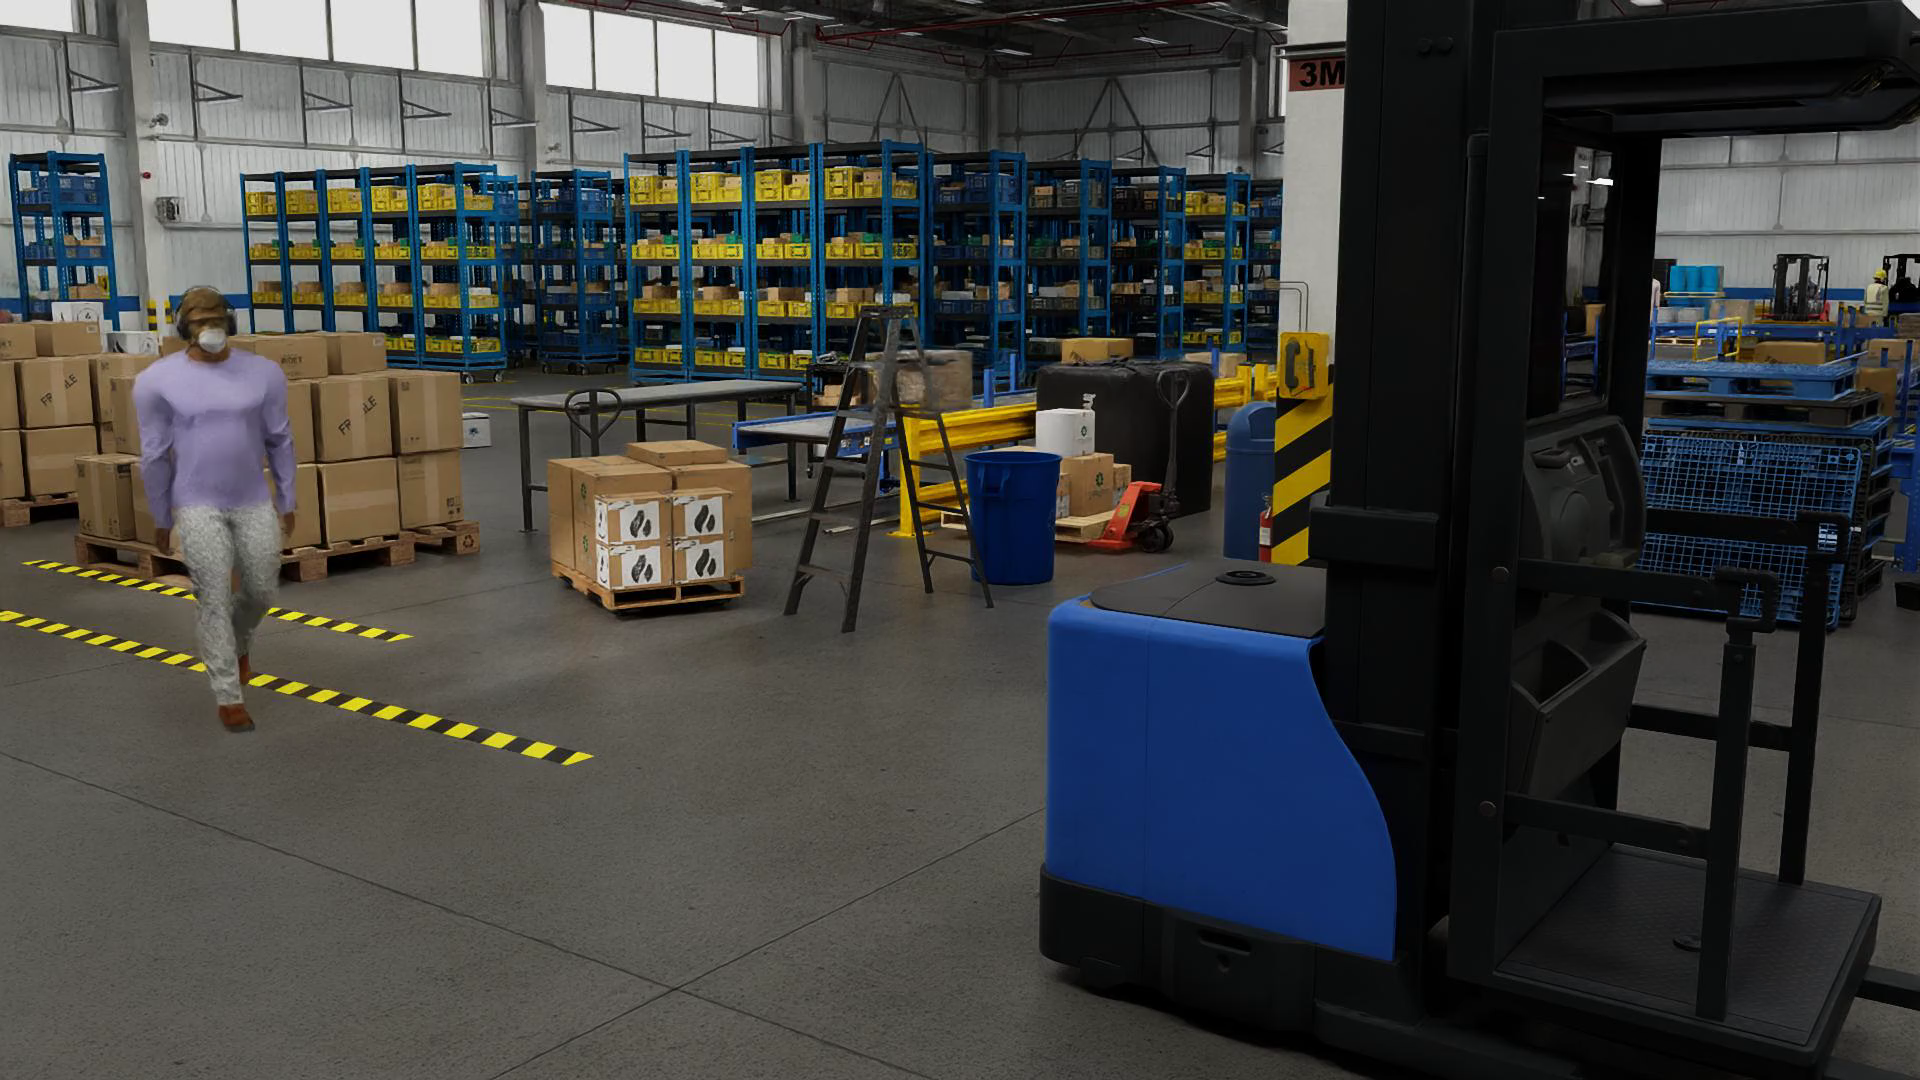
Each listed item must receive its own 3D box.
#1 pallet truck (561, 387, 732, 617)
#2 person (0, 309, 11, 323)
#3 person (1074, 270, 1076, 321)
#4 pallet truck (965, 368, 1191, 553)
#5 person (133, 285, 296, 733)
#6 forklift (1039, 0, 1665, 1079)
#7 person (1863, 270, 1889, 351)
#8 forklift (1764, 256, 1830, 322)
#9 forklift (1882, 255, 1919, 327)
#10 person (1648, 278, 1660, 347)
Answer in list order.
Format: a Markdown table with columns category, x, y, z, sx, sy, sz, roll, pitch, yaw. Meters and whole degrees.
| category | x | y | z | sx | sy | sz | roll | pitch | yaw |
| --- | --- | --- | --- | --- | --- | --- | --- | --- | --- |
| pallet truck | -1.981 | -0.274 | 10.088 | 0.680 | 1.201 | 1.601 | -5 | 11 | -28 |
| person | -8.238 | -1.303 | 14.028 | 0.448 | 1.969 | 0.626 | -1 | 10 | -3 |
| person | 2.723 | -5.481 | 39.375 | 0.891 | 1.812 | 0.571 | -9 | 13 | -44 |
| pallet truck | 0.845 | -0.609 | 11.869 | 1.630 | 1.274 | 0.653 | 7 | 12 | 35 |
| person | -3.263 | -0.154 | 7.322 | 0.634 | 1.924 | 0.701 | -7 | 12 | -37 |
| forklift | 1.249 | -0.137 | 4.360 | 1.873 | 2.768 | 1.129 | 7 | 12 | 35 |
| person | 19.428 | -4.800 | 35.243 | 0.404 | 1.834 | 0.591 | -3 | 10 | -15 |
| forklift | 20.253 | -5.854 | 40.139 | 1.157 | 1.987 | 2.680 | 7 | 12 | 35 |
| forklift | 22.089 | -5.634 | 38.796 | 1.157 | 1.987 | 2.680 | 6 | 11 | 33 |
| person | 15.920 | -5.411 | 38.702 | 0.655 | 1.897 | 0.534 | 1 | 10 | 3 |
